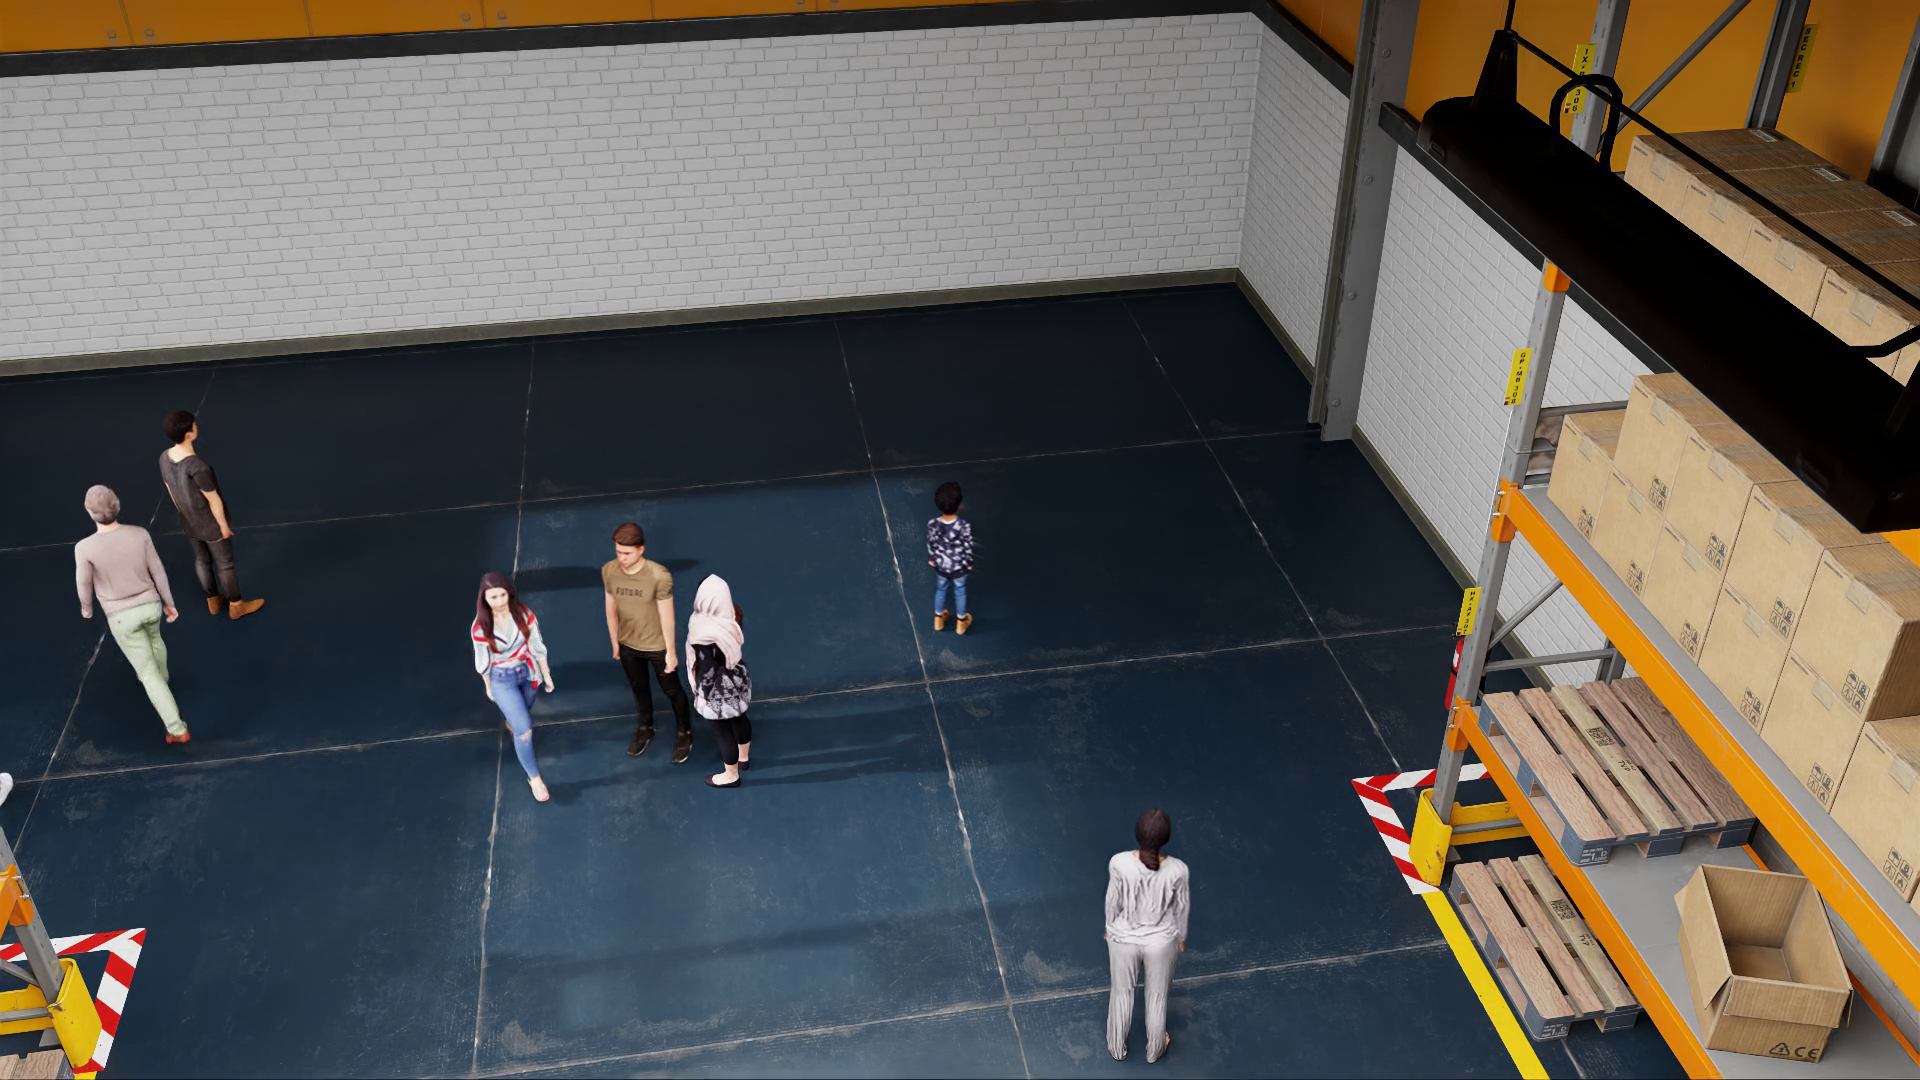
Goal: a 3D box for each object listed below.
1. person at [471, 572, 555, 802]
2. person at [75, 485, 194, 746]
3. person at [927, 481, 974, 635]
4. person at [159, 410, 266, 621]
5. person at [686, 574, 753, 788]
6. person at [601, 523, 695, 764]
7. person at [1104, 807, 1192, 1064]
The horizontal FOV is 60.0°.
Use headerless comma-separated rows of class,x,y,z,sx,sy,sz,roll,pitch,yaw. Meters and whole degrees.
person,-2.925,0.856,10.844,0.882,1.575,1.141,-21,39,-28
person,-5.464,0.547,11.076,1.331,1.833,1.185,26,42,34
person,-0.071,0.131,12.230,0.570,1.248,0.599,10,35,14
person,-5.592,-0.179,12.273,0.704,1.717,0.737,16,37,23
person,-1.531,0.901,10.719,0.800,1.638,0.710,11,35,16
person,-2.043,0.654,10.902,0.733,1.847,0.719,9,35,13
person,0.974,2.104,8.787,0.662,1.774,0.648,6,34,9
